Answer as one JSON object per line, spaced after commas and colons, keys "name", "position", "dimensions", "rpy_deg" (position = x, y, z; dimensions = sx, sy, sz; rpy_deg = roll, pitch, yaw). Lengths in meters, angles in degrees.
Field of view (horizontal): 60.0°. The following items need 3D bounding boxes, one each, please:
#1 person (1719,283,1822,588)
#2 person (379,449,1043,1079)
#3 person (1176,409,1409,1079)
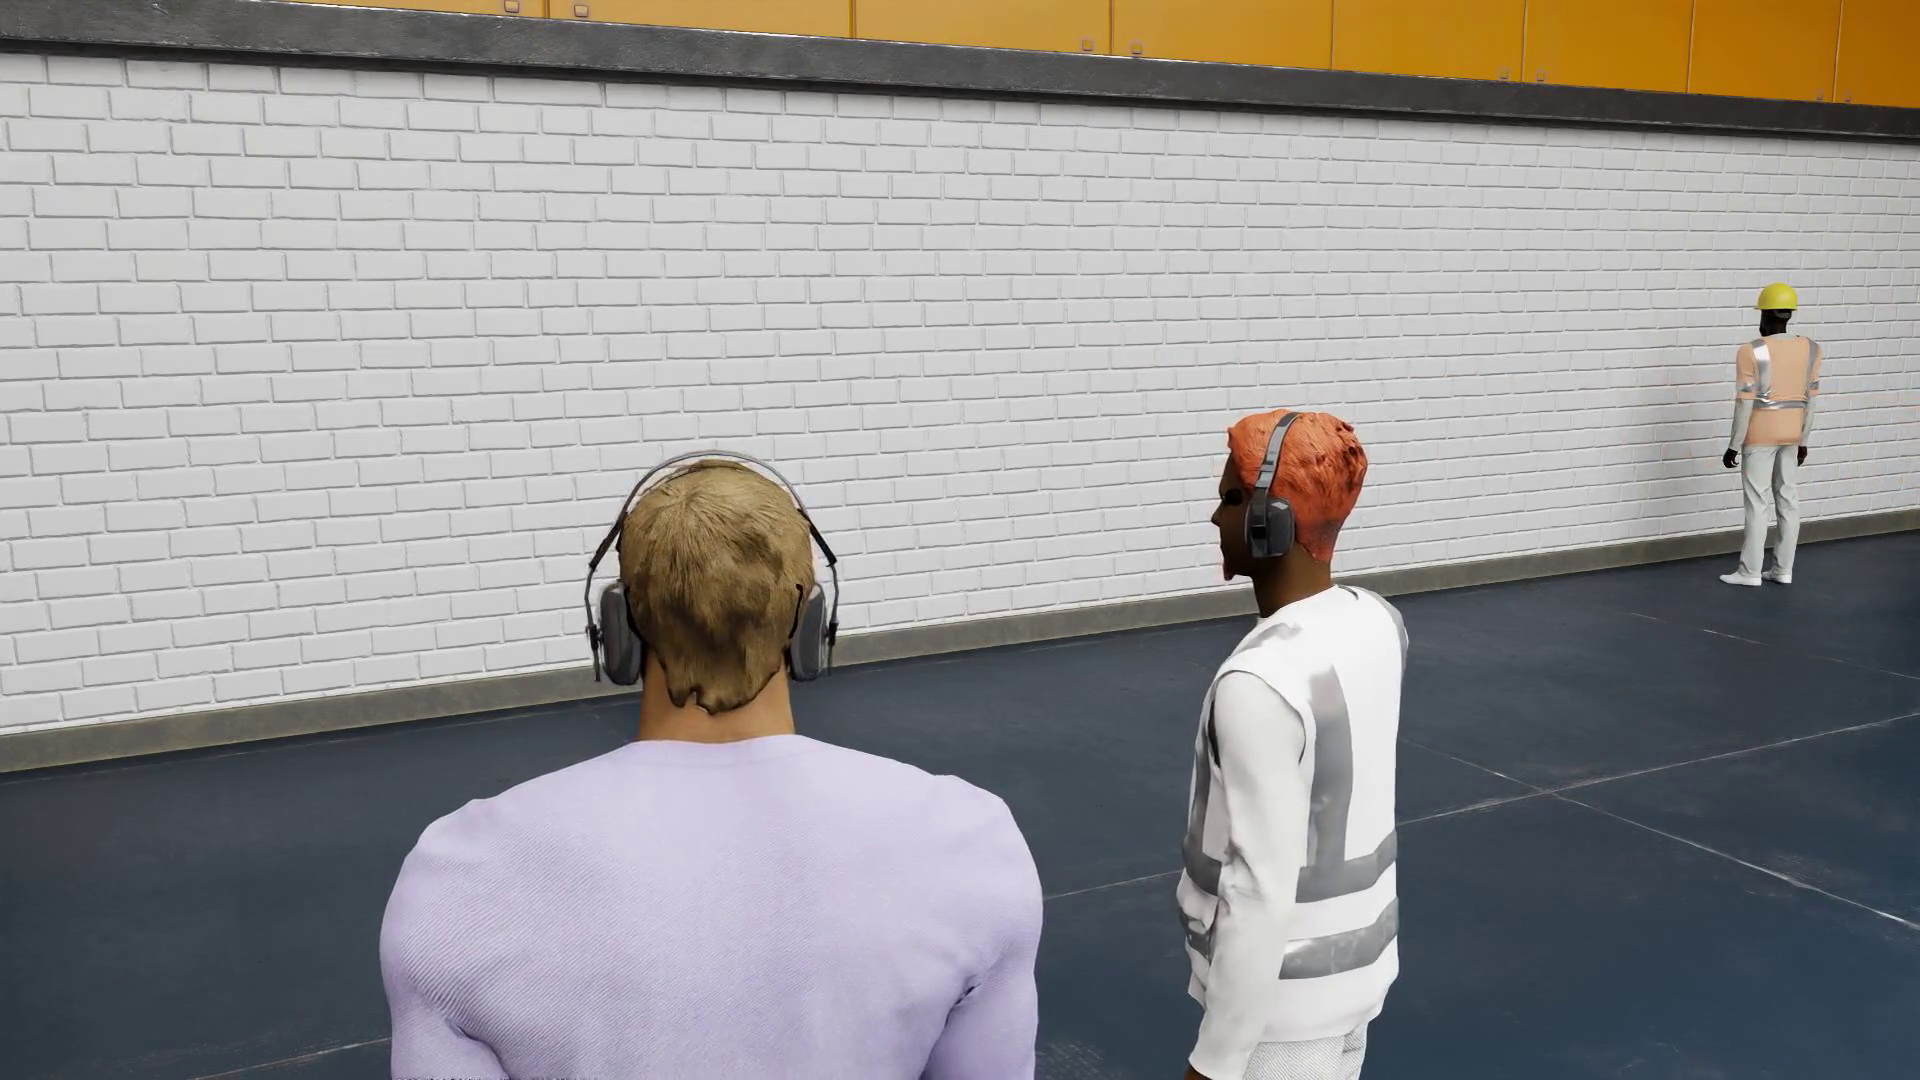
{"name": "person", "position": [5.117, -0.654, 10.529], "dimensions": [0.585, 1.929, 0.370], "rpy_deg": [-2, 10, -13]}
{"name": "person", "position": [-0.230, 0.873, 1.712], "dimensions": [0.638, 1.937, 0.356], "rpy_deg": [-2, 10, -11]}
{"name": "person", "position": [0.519, 0.728, 2.710], "dimensions": [0.356, 1.883, 0.572], "rpy_deg": [6, 11, 30]}
